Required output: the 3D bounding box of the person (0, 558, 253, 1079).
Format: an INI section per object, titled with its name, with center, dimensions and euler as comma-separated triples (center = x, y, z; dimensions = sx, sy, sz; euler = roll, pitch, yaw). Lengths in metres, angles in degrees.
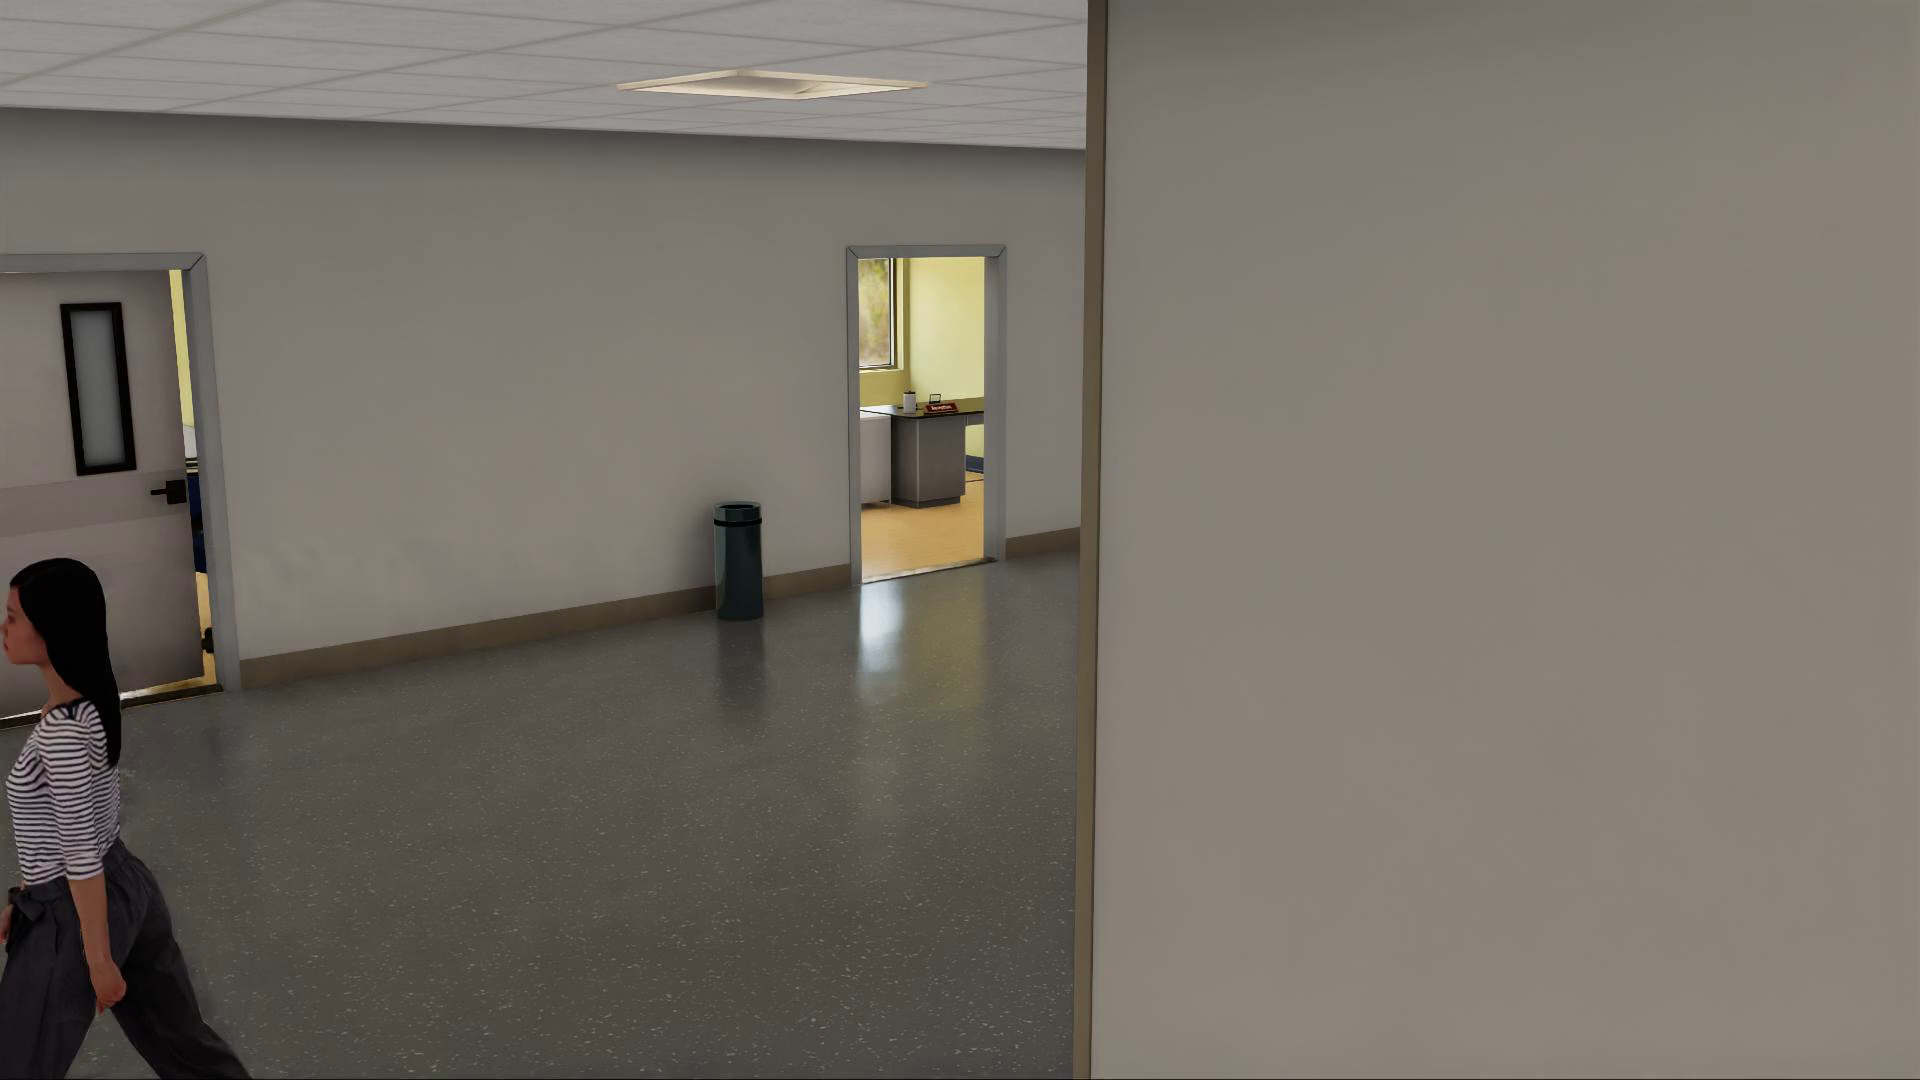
[person]
center = -1.903, 0.897, 3.862
dimensions = 1.205, 1.687, 0.926
euler = -3, 11, -15
